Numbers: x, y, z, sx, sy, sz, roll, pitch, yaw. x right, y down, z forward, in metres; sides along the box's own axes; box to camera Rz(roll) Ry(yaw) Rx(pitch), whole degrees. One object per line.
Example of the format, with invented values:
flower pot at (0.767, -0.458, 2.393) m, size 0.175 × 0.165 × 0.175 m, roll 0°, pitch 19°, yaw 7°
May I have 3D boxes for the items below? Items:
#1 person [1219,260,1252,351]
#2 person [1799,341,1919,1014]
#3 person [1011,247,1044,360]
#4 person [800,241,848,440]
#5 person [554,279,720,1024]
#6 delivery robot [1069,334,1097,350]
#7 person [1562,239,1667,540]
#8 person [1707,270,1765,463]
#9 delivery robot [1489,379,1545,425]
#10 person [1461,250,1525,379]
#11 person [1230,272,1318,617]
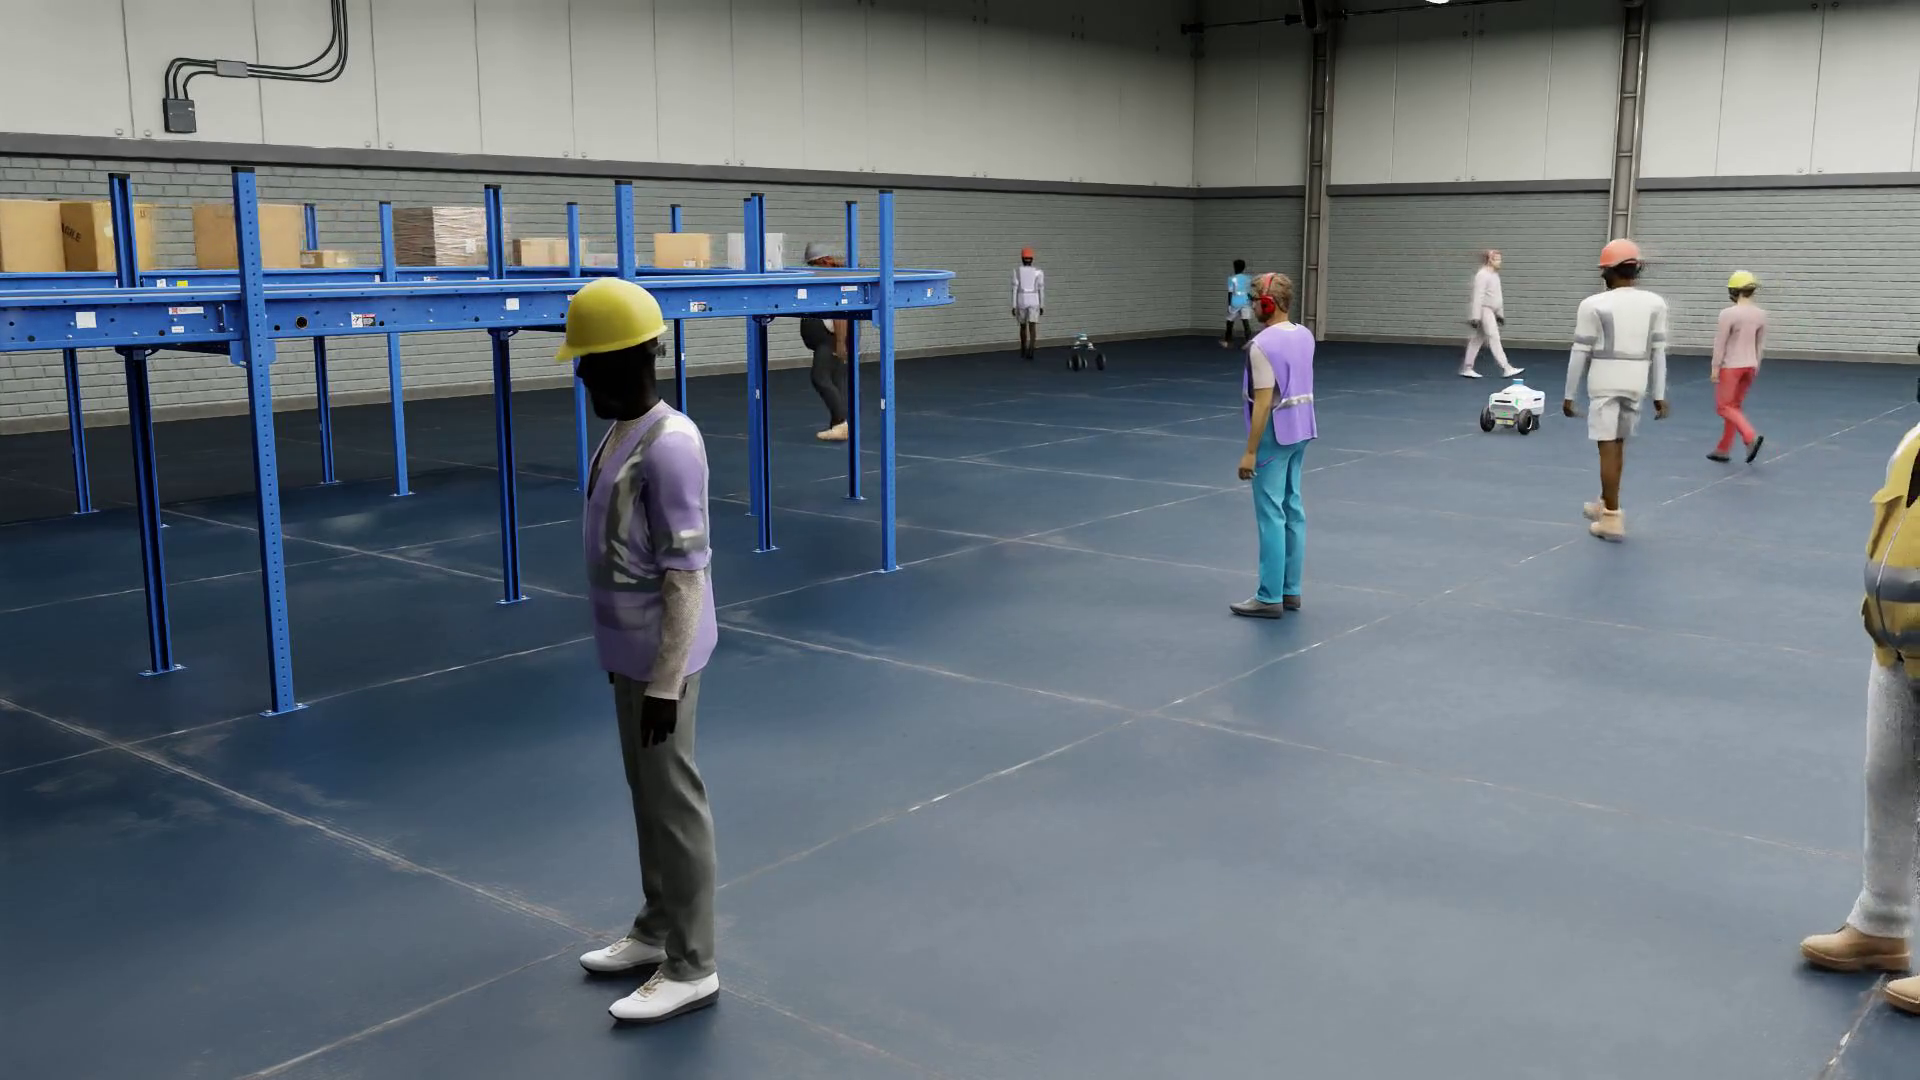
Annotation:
person at (5.118, -4.330, 30.647) m, size 0.546 × 1.643 × 0.897 m, roll -4°, pitch 11°, yaw -22°
person at (2.601, 0.322, 4.373) m, size 0.429 × 1.842 × 0.636 m, roll 0°, pitch 10°, yaw -3°
person at (1.162, -4.047, 28.417) m, size 0.561 × 1.909 × 0.946 m, roll 0°, pitch 10°, yaw -1°
person at (-1.346, -2.001, 16.805) m, size 0.540 × 2.000 × 0.733 m, roll -3°, pitch 11°, yaw -14°
person at (-0.831, 0.288, 4.343) m, size 0.381 × 1.918 × 0.584 m, roll -4°, pitch 11°, yaw -22°
delivery robot at (1.944, -3.120, 26.141) m, size 0.335 × 0.223 × 0.698 m, roll -3°, pitch 11°, yaw -18°
person at (4.452, -1.050, 11.489) m, size 0.646 × 2.012 × 0.860 m, roll -2°, pitch 10°, yaw -8°
person at (7.060, -1.559, 15.045) m, size 0.539 × 1.749 × 0.700 m, roll -4°, pitch 11°, yaw -22°
delivery robot at (5.941, -1.471, 17.724) m, size 0.477 × 0.478 × 0.707 m, roll 10°, pitch 14°, yaw 42°
person at (7.772, -3.264, 24.168) m, size 0.965 × 1.856 × 0.678 m, roll 6°, pitch 12°, yaw 29°
person at (1.711, -0.512, 8.974) m, size 0.389 × 1.846 × 0.563 m, roll 8°, pitch 13°, yaw 38°
